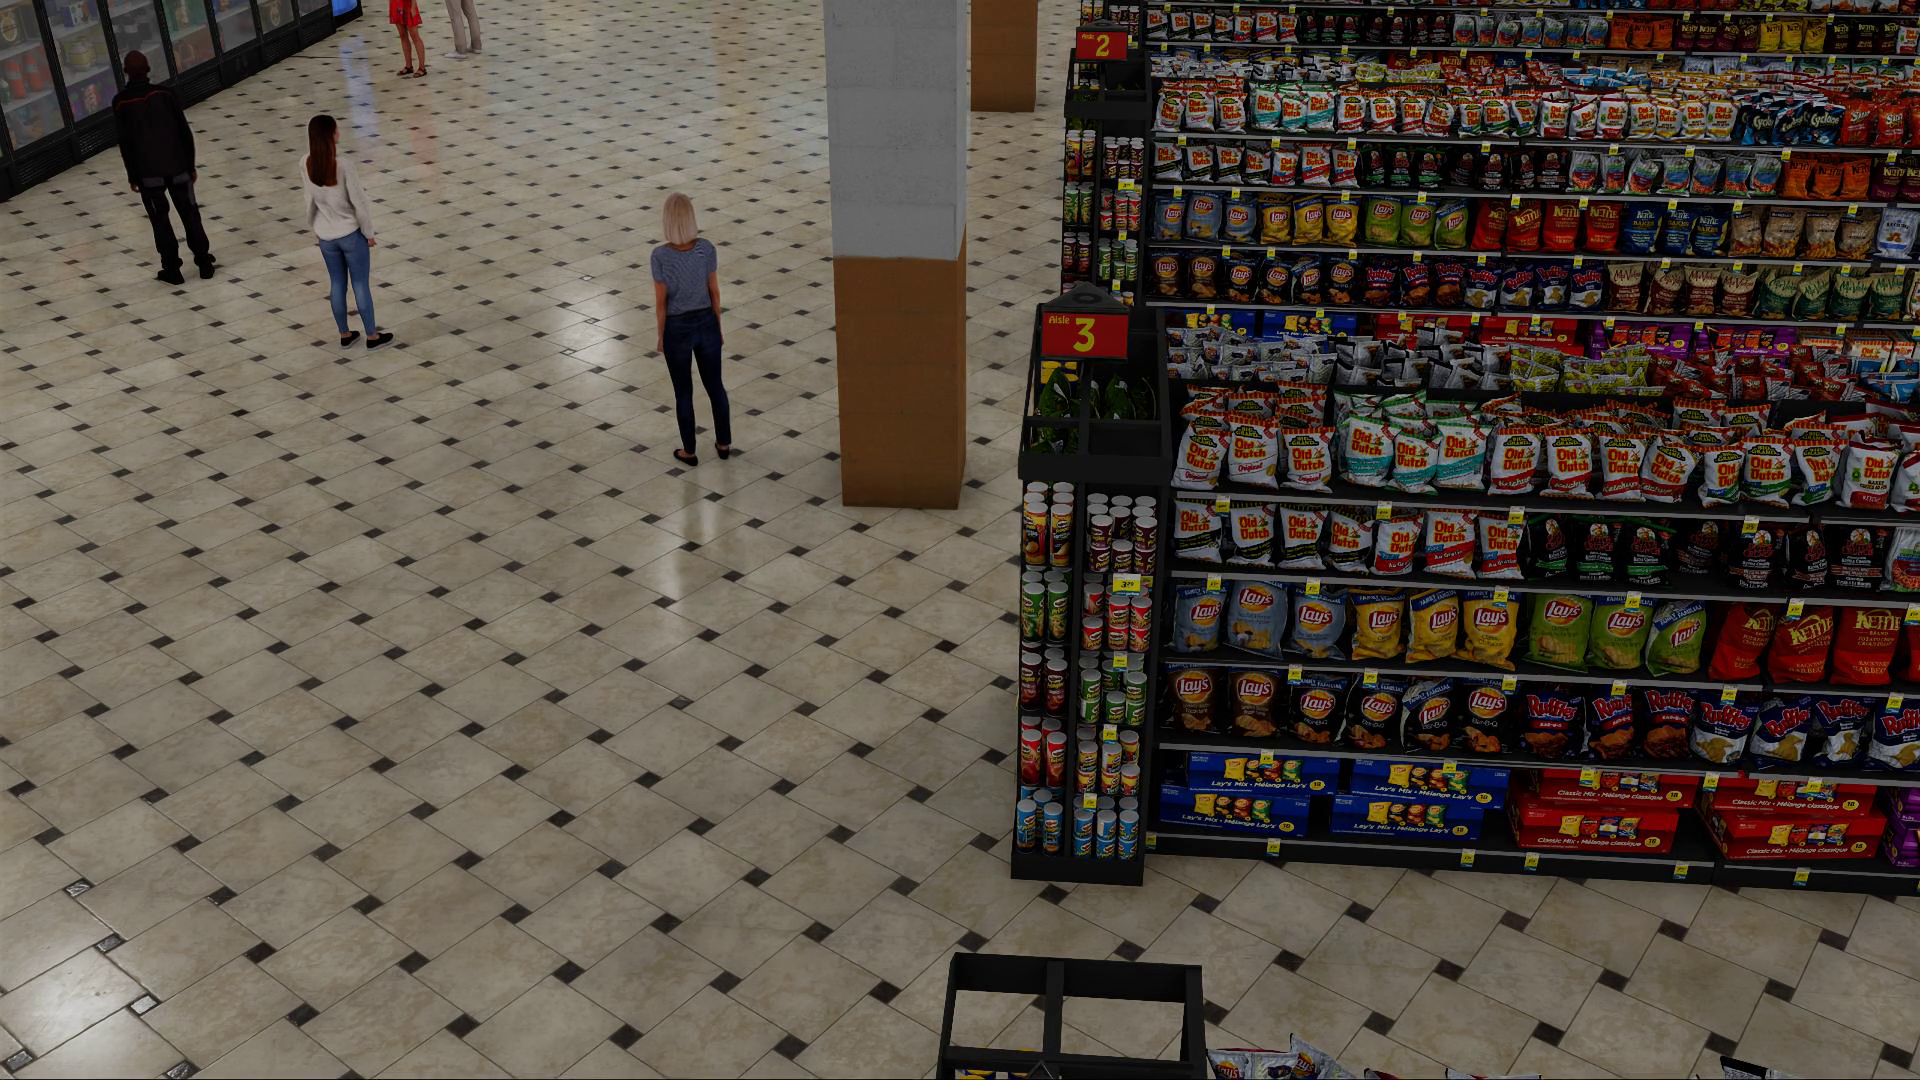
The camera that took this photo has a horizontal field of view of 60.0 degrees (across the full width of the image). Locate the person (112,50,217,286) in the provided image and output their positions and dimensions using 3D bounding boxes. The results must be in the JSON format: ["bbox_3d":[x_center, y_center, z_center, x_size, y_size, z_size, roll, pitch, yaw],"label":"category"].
[{"bbox_3d":[-6.264,-2.921,13.049,0.765,1.826,0.849,-18,33,-29],"label":"person"}]

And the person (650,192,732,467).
[{"bbox_3d":[-1.641,-1.276,10.145,0.605,1.722,0.710,-13,31,-22],"label":"person"}]

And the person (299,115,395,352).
[{"bbox_3d":[-4.391,-2.177,11.825,0.532,1.692,0.716,7,29,12],"label":"person"}]

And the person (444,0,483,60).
[{"bbox_3d":[-6.108,-6.816,20.148,0.701,1.861,0.753,13,31,22],"label":"person"}]

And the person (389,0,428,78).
[{"bbox_3d":[-6.451,-6.211,19.319,0.600,1.593,0.707,15,32,25],"label":"person"}]
